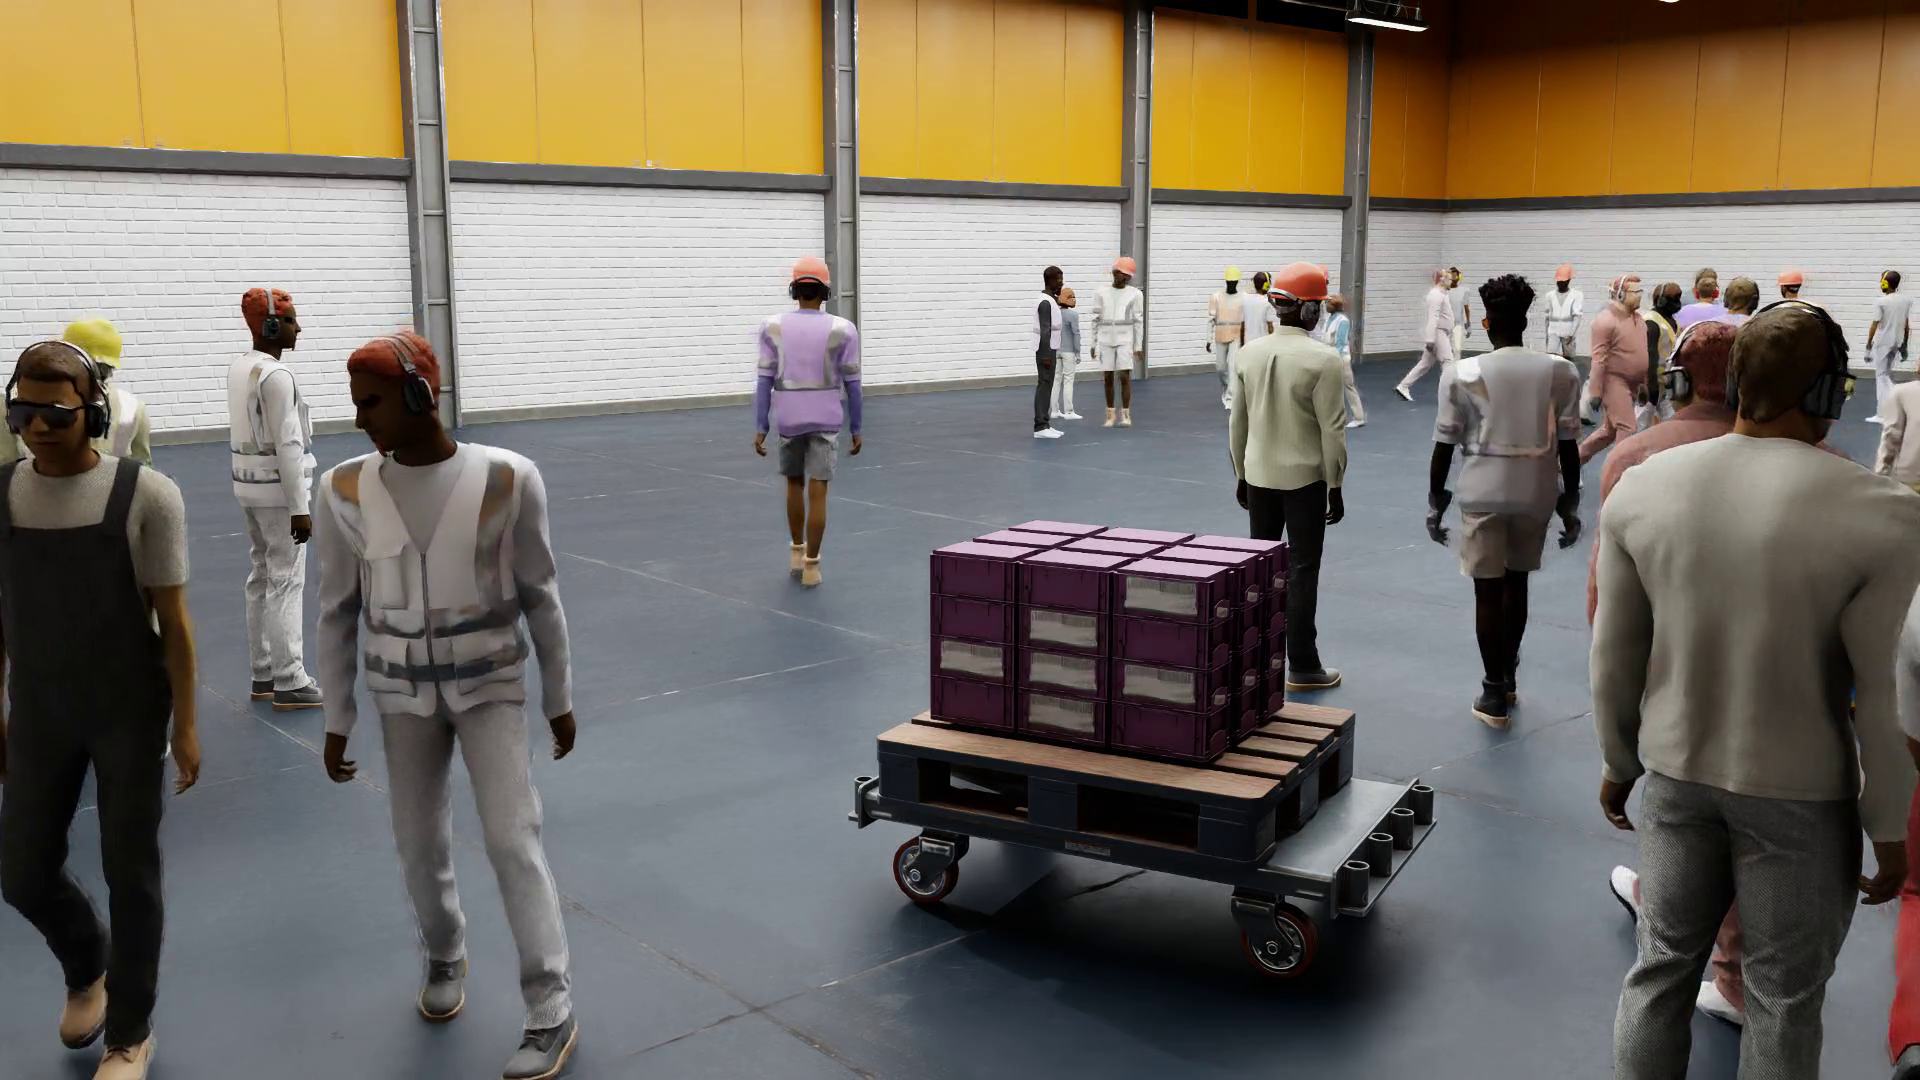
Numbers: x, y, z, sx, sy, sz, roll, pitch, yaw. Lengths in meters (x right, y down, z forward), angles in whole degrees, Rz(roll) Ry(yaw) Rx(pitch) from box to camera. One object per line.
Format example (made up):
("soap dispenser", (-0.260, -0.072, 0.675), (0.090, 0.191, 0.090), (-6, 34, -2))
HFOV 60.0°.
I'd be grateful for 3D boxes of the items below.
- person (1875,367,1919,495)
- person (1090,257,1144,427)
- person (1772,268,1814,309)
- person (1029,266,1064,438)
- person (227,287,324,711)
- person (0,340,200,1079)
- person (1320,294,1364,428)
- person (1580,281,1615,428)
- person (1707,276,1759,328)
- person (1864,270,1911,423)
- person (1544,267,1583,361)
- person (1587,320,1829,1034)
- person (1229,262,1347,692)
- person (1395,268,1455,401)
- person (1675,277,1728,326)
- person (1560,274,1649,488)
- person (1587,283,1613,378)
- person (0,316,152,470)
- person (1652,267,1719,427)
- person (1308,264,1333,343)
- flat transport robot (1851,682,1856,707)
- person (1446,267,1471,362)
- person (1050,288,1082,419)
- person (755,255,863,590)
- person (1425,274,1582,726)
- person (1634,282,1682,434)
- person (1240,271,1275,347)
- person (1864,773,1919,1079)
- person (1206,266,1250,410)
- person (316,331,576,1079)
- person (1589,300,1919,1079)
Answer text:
("person", (5.323, -0.333, 9.158), (0.518, 1.604, 0.763), (5, 11, 27))
("person", (1.860, -2.317, 19.719), (0.646, 2.016, 0.405), (3, 10, 15))
("person", (8.792, -1.914, 17.558), (0.537, 1.913, 0.898), (0, 10, -2))
("person", (0.971, -2.095, 18.590), (0.377, 1.912, 0.592), (1, 10, 7))
("person", (-3.058, -0.180, 7.452), (0.342, 1.882, 0.587), (-8, 13, -41))
("person", (-2.097, 0.434, 4.018), (0.520, 1.826, 0.424), (-2, 10, -11))
("person", (4.390, -2.090, 19.510), (0.908, 1.578, 0.533), (-3, 10, -16))
("person", (7.718, -2.196, 19.562), (0.976, 1.764, 0.604), (-2, 10, -10))
("person", (5.323, -0.875, 11.507), (1.012, 1.898, 0.647), (-8, 12, -38))
("person", (11.210, -2.334, 20.154), (0.559, 1.852, 0.389), (-3, 10, -16))
("person", (8.542, -2.934, 23.620), (0.535, 1.864, 1.083), (6, 11, 29))
("person", (2.049, 0.331, 4.585), (0.639, 1.844, 0.962), (-2, 10, -9))
("person", (1.548, -0.294, 7.792), (0.387, 1.992, 0.626), (-8, 13, -41))
("person", (6.542, -2.821, 23.016), (0.956, 1.866, 0.650), (2, 10, 14))
("person", (7.579, -1.791, 17.106), (0.571, 1.816, 0.866), (9, 13, 43))
("person", (5.544, -1.309, 14.139), (0.656, 1.892, 0.896), (-8, 13, -40))
("person", (10.502, -3.336, 26.765), (0.863, 1.595, 0.513), (-1, 10, -8))
("person", (-3.724, -0.051, 6.992), (0.640, 1.782, 0.705), (-5, 11, -28))
("person", (8.032, -2.063, 18.403), (0.674, 1.914, 0.533), (-4, 10, -22))
("person", (4.430, -2.514, 21.015), (0.557, 1.919, 0.556), (0, 10, 1))
("flat transport robot", (4.208, 0.638, 7.379), (0.652, 0.197, 1.431), (-8, 13, -41))
("person", (7.700, -3.334, 26.036), (0.569, 1.837, 0.812), (3, 10, 18))
("person", (1.309, -2.317, 20.696), (0.268, 1.632, 0.509), (-8, 13, -41))
("person", (-0.913, -0.730, 10.256), (0.649, 2.021, 0.723), (1, 10, 4))
("person", (2.376, -0.192, 7.351), (0.637, 1.934, 0.769), (0, 10, 0))
("person", (6.185, -1.380, 14.751), (0.637, 1.801, 0.883), (-9, 13, -43))
("person", (3.538, -2.286, 19.903), (0.530, 1.844, 0.541), (-9, 13, -42))
("person", (2.302, 0.533, 3.664), (0.553, 1.739, 0.528), (6, 12, 33))
("person", (3.608, -2.703, 22.210), (0.590, 1.901, 0.808), (4, 10, 20))
("person", (-1.292, 0.395, 4.227), (0.618, 1.851, 0.659), (0, 10, -3))
("person", (1.577, 0.497, 3.332), (0.357, 1.937, 0.638), (-8, 13, -41))
